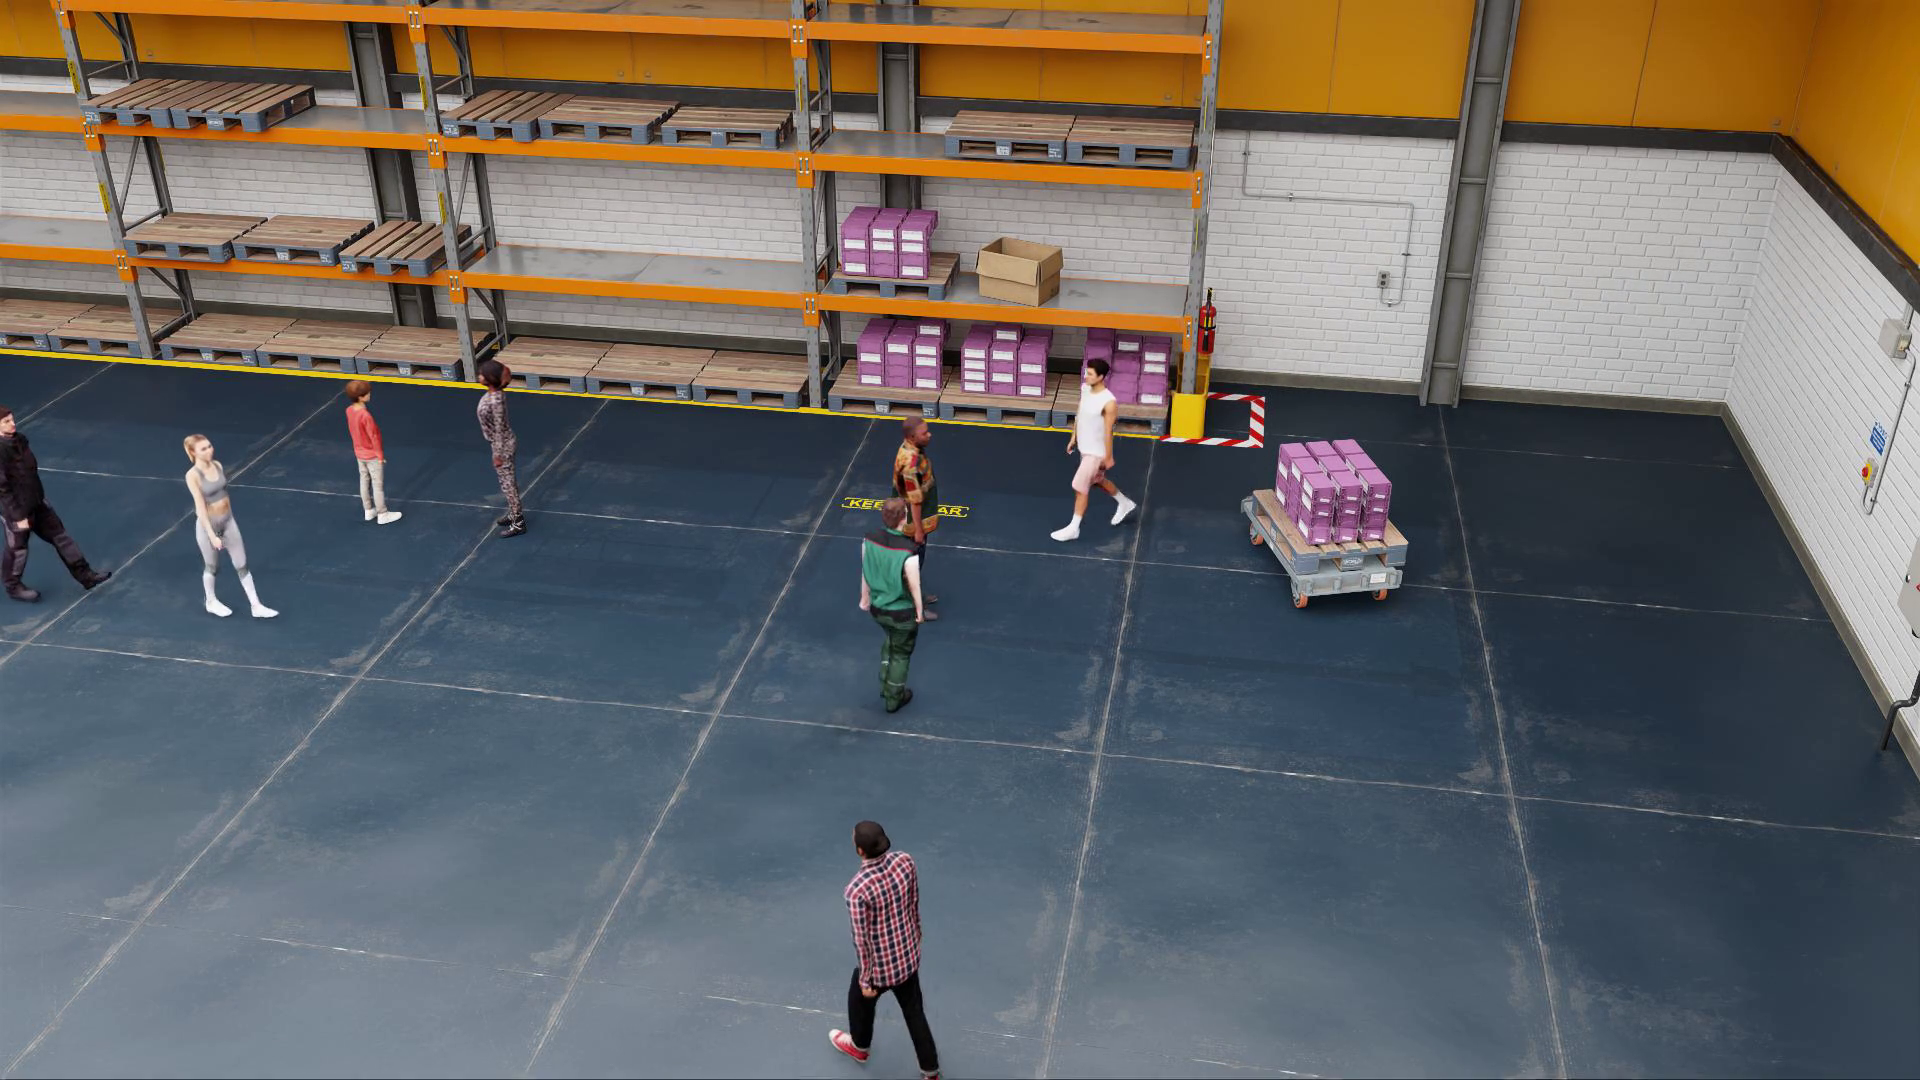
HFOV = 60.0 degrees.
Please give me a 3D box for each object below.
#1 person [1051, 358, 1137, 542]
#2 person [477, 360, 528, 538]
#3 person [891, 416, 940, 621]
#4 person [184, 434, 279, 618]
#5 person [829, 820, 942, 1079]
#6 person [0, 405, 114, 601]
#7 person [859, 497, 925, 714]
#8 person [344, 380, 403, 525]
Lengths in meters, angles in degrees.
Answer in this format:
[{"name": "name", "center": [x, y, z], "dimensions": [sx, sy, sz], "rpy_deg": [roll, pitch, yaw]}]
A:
[{"name": "person", "center": [1.299, -0.848, 15.194], "dimensions": [1.232, 1.758, 1.019], "rpy_deg": [-10, 30, -18]}, {"name": "person", "center": [-4.192, -0.847, 15.239], "dimensions": [0.686, 1.713, 0.663], "rpy_deg": [-7, 29, -12]}, {"name": "person", "center": [-0.387, -0.205, 13.964], "dimensions": [0.688, 1.807, 0.722], "rpy_deg": [1, 29, 2]}, {"name": "person", "center": [-6.265, -0.103, 13.899], "dimensions": [0.949, 1.689, 0.688], "rpy_deg": [11, 30, 19]}, {"name": "person", "center": [-0.364, 2.377, 9.328], "dimensions": [1.037, 1.713, 1.143], "rpy_deg": [-24, 37, -37]}, {"name": "person", "center": [-8.039, -0.276, 14.108], "dimensions": [1.139, 1.794, 0.824], "rpy_deg": [1, 29, 2]}, {"name": "person", "center": [-0.540, 0.525, 12.606], "dimensions": [0.736, 1.827, 0.830], "rpy_deg": [17, 33, 28]}, {"name": "person", "center": [-5.527, -0.825, 15.508], "dimensions": [0.528, 1.417, 0.643], "rpy_deg": [19, 34, 31]}]
